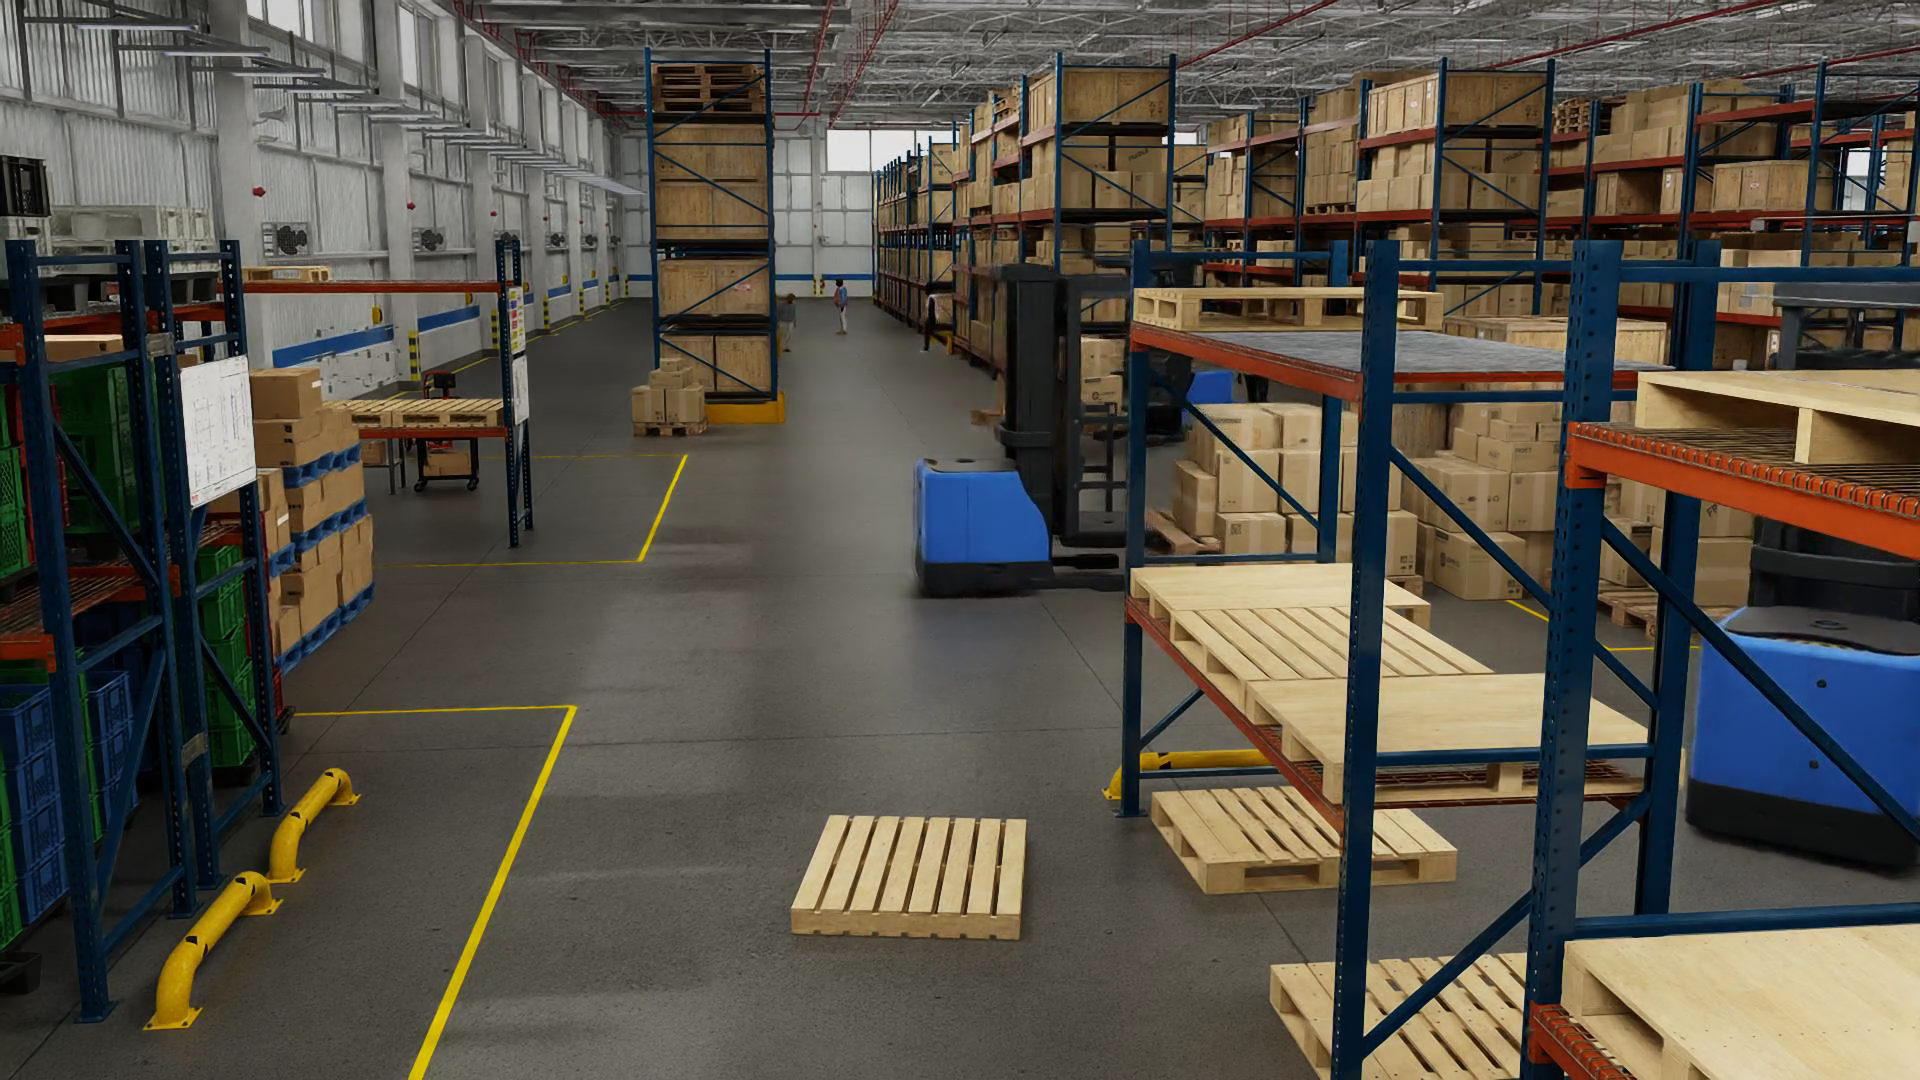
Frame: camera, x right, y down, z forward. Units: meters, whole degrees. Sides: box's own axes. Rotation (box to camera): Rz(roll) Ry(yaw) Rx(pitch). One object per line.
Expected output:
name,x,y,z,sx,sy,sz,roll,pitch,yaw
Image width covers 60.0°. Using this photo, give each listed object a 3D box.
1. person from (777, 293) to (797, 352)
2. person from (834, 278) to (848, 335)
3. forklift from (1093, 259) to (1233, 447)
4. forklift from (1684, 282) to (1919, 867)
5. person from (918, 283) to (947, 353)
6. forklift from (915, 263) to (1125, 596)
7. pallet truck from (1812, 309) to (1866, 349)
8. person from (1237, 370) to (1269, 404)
person,-4.675,-5.871,44.978,0.537,1.604,0.404,-9,14,-42
person,-3.842,-7.520,53.529,0.431,1.835,0.621,-4,11,-20
forklift,3.087,-2.866,24.812,1.873,2.768,1.129,-7,12,-34
forklift,4.647,0.052,8.648,1.129,2.768,1.873,8,13,37
person,-0.719,-5.956,44.671,0.768,1.899,0.599,-1,10,-7
forklift,0.574,-0.996,14.451,1.873,2.768,1.129,-1,10,-6
pallet truck,15.846,-3.142,28.793,1.885,1.965,0.823,2,10,12
person,4.725,-2.712,26.556,0.672,1.941,0.859,2,10,9
